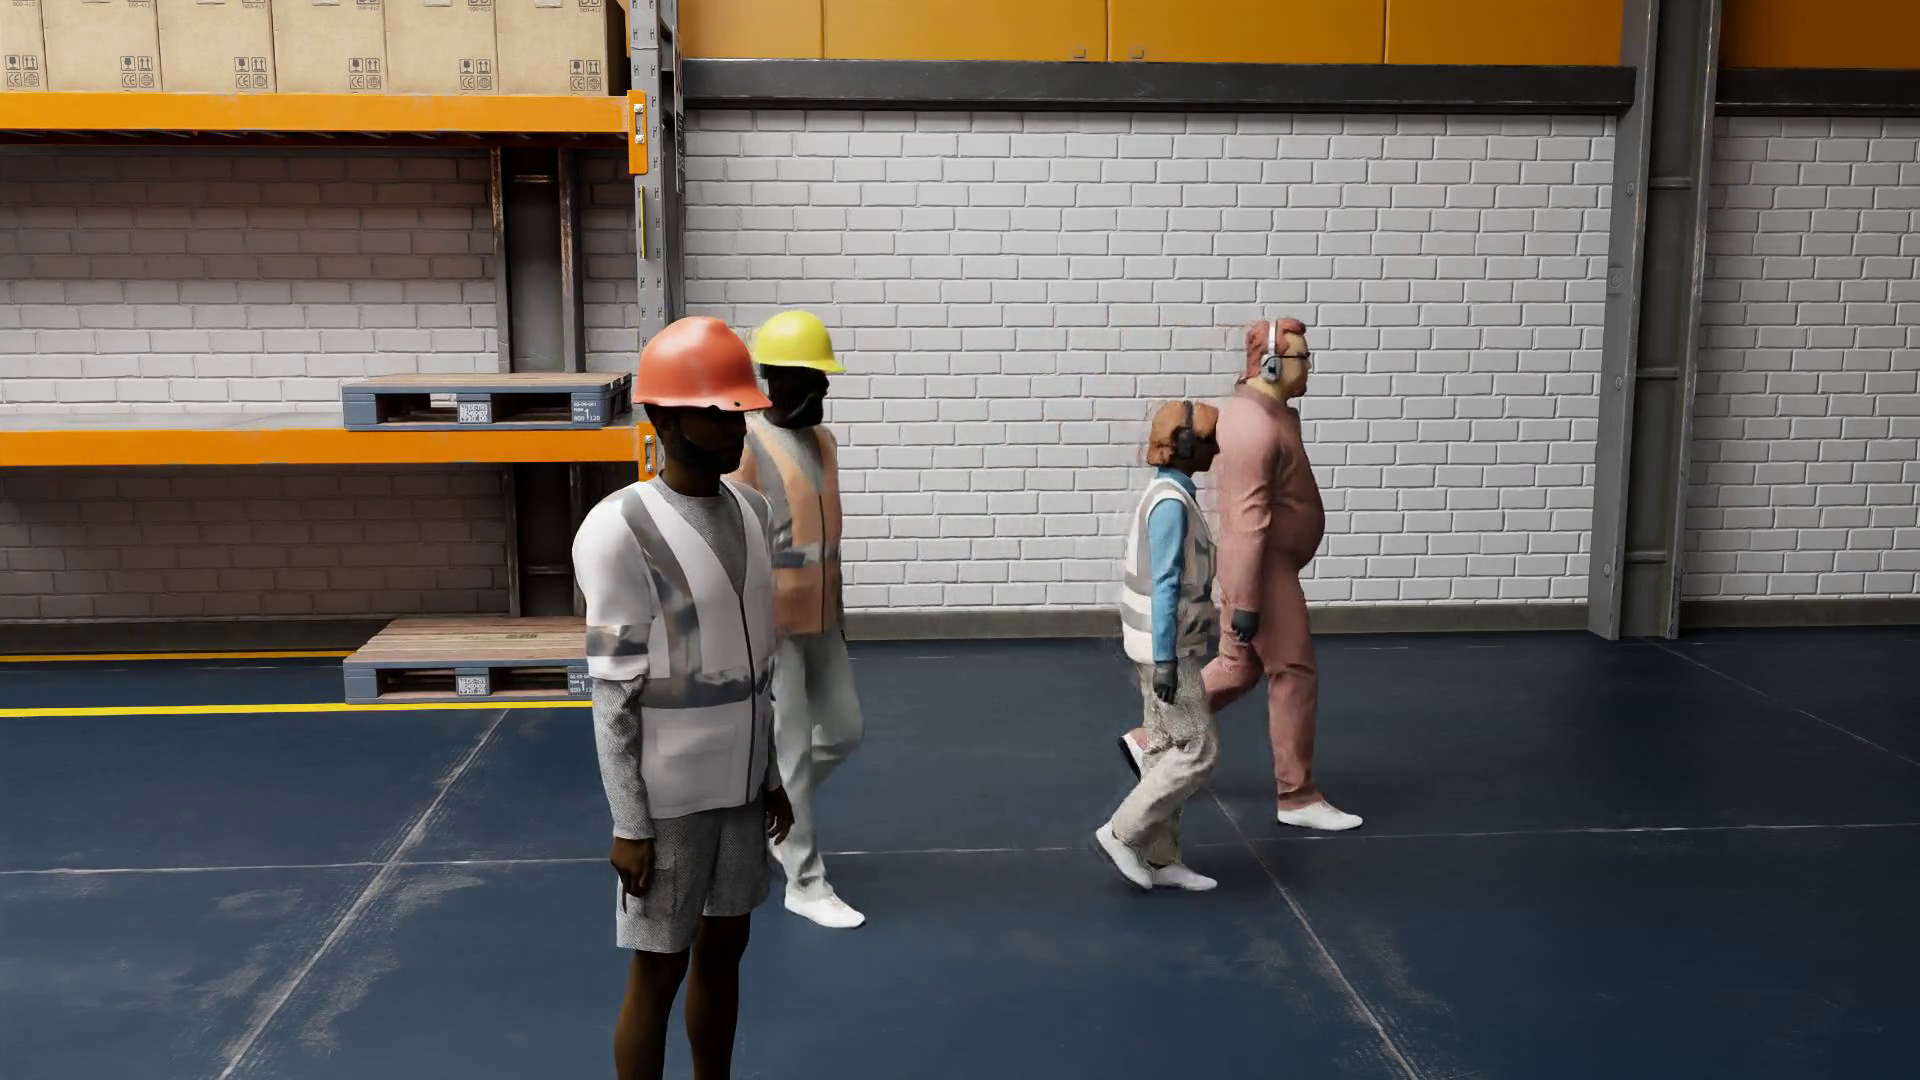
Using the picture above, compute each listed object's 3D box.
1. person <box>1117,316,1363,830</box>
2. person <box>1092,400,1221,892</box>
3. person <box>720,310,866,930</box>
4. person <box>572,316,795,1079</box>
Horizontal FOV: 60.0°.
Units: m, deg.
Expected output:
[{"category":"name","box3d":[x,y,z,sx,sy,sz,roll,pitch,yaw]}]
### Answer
[{"category":"person","box3d":[1.033,0.121,6.101,0.840,1.882,0.640,1,9,6]},{"category":"person","box3d":[0.693,0.361,5.370,0.356,1.623,0.542,1,9,8]},{"category":"person","box3d":[-0.516,0.244,5.202,0.542,1.916,0.606,5,10,30]},{"category":"person","box3d":[-0.539,0.505,3.513,0.357,1.938,0.542,5,10,29]}]
